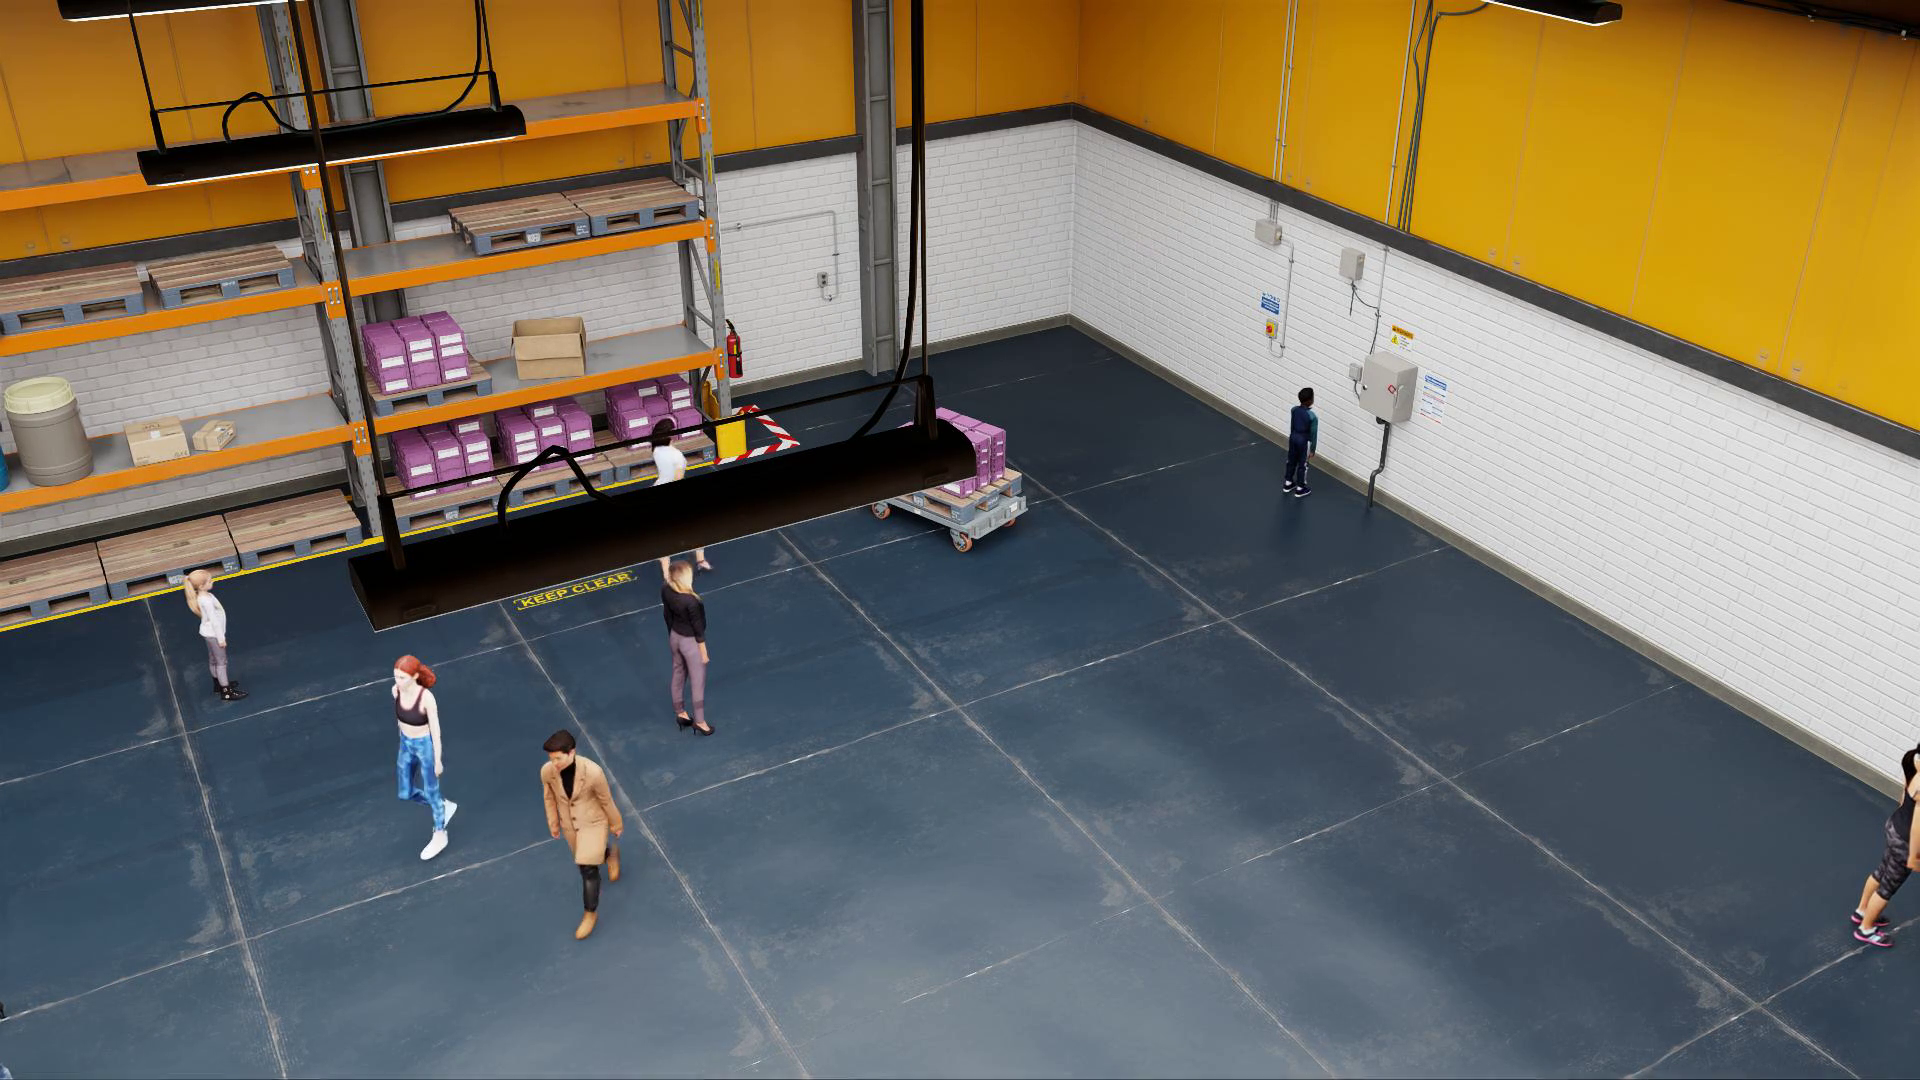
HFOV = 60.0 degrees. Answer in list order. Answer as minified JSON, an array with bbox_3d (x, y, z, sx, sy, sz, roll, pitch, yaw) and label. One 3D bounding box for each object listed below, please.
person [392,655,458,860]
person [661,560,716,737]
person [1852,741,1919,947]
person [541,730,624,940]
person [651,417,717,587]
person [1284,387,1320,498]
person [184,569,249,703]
[{"bbox_3d":[-4.053,1.601,12.700,0.755,1.779,0.825,14,32,24],"label":"person"},{"bbox_3d":[-2.316,0.920,14.066,0.664,1.666,0.644,21,35,34],"label":"person"},{"bbox_3d":[6.689,2.119,11.809,0.712,1.722,0.644,8,30,15],"label":"person"},{"bbox_3d":[-2.685,1.994,12.085,1.127,1.678,1.194,7,29,13],"label":"person"},{"bbox_3d":[-2.852,-0.298,16.169,0.881,1.789,1.061,20,35,32],"label":"person"},{"bbox_3d":[3.724,-1.088,18.175,0.527,1.255,0.532,-24,37,-37],"label":"person"},{"bbox_3d":[-6.585,0.823,14.649,0.526,1.278,0.524,-22,35,-34],"label":"person"}]
